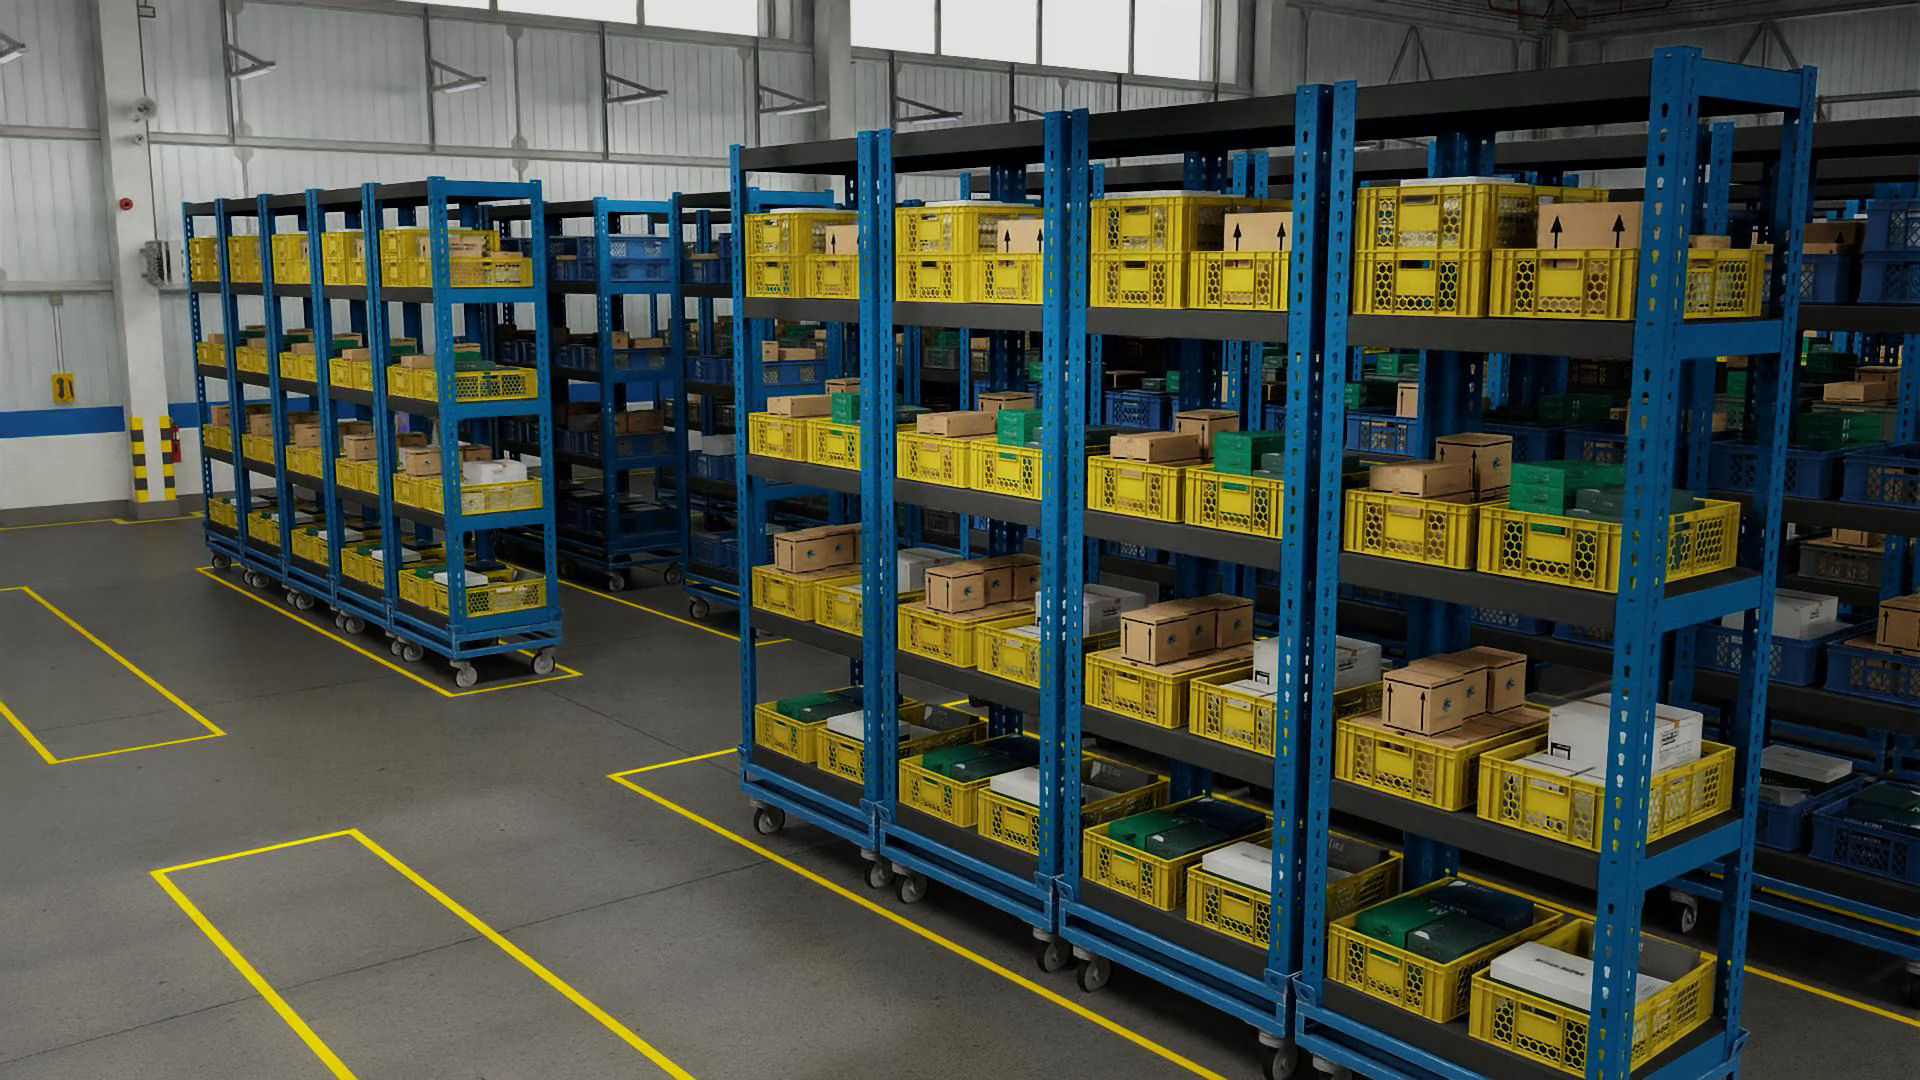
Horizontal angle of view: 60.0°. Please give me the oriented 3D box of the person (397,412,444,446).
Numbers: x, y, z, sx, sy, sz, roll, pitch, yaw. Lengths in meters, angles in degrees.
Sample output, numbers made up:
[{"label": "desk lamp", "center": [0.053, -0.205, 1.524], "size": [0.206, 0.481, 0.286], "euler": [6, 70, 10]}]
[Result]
[{"label": "person", "center": [-6.459, -1.175, 19.897], "size": [0.573, 1.800, 0.519], "euler": [5, 11, 28]}]
